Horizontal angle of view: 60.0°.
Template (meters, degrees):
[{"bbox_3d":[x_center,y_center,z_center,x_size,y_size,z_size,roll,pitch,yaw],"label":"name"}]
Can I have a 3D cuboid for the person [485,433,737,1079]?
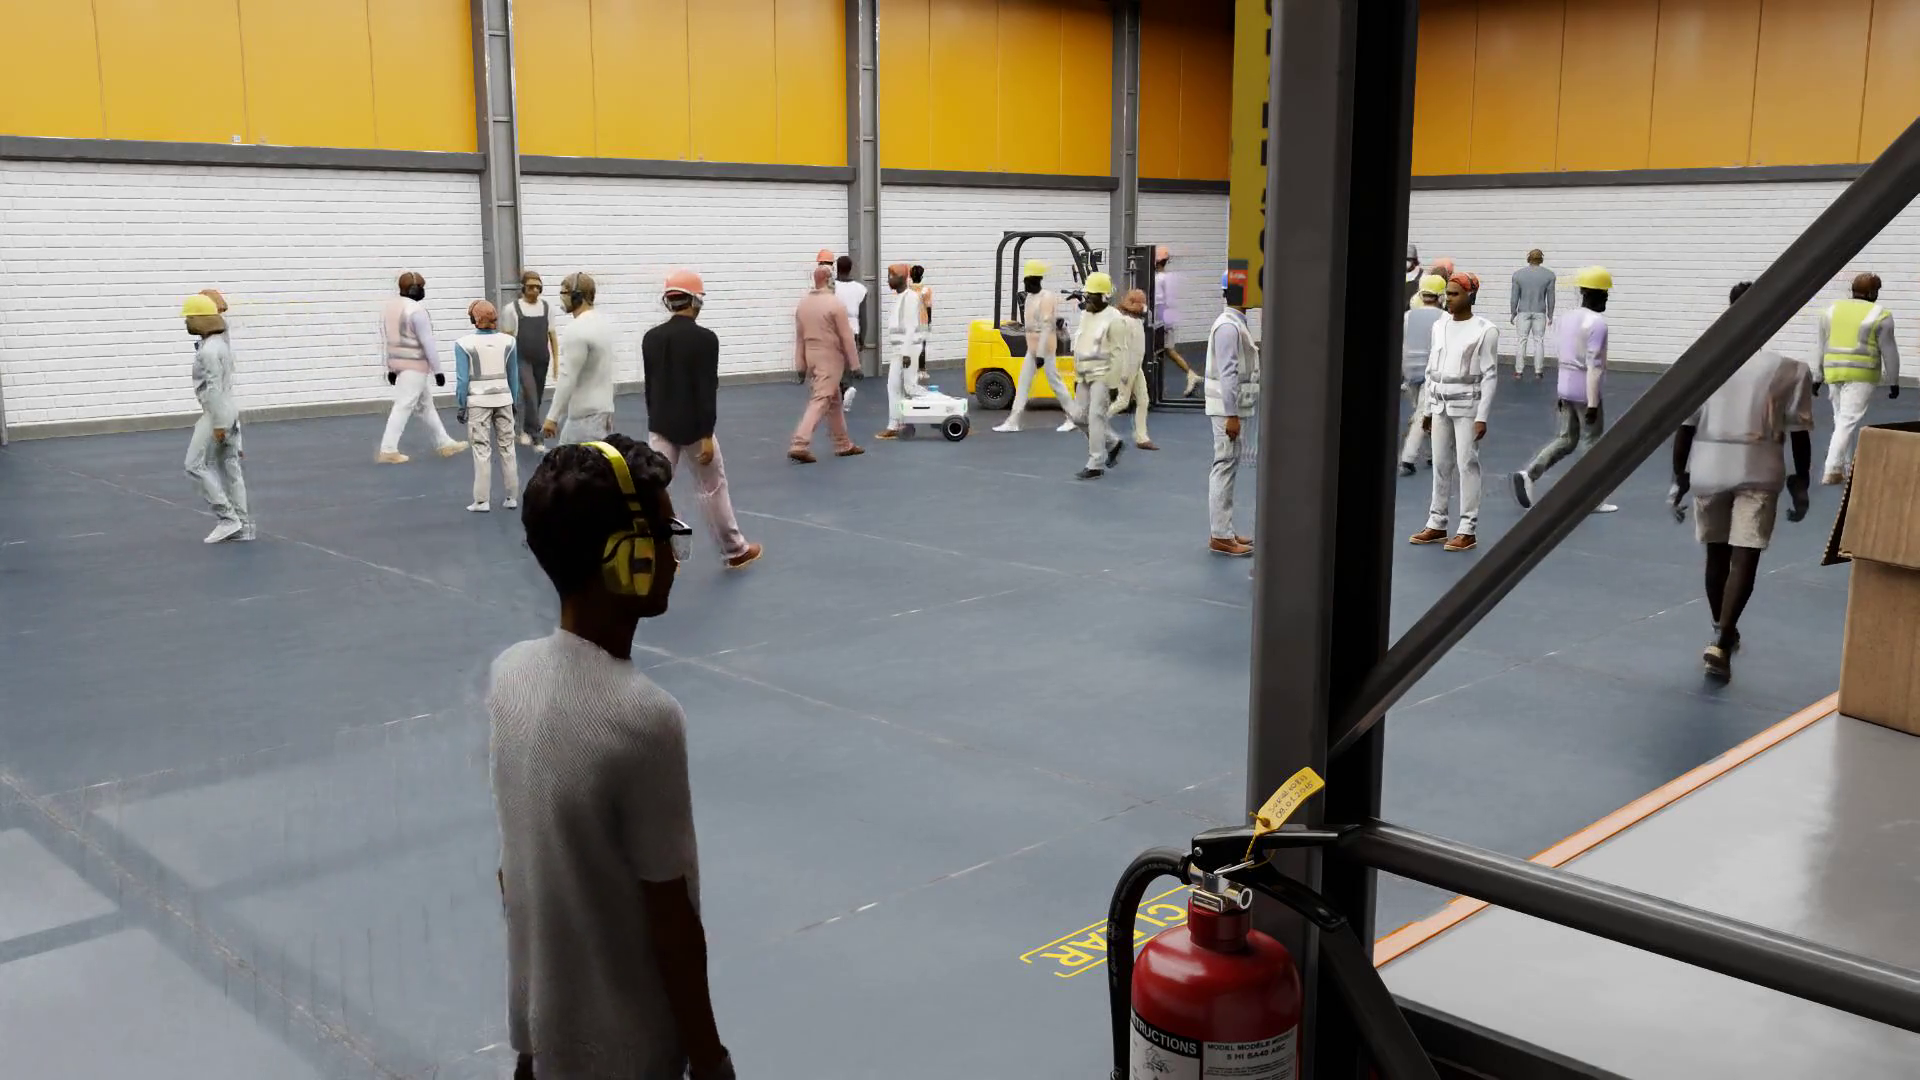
[{"bbox_3d":[-0.556,0.769,2.484,0.697,1.852,0.530,-7,13,-34],"label":"person"}]

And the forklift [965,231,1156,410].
[{"bbox_3d":[1.222,-2.721,20.561,2.313,2.155,1.214,2,11,13],"label":"forklift"}]

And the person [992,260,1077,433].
[{"bbox_3d":[0.886,-2.085,17.991,1.002,1.874,0.605,-4,11,-21],"label":"person"}]

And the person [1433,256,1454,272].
[{"bbox_3d":[5.159,-2.087,17.887,0.551,1.920,0.623,2,11,13],"label":"person"}]

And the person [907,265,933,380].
[{"bbox_3d":[-0.650,-3.216,24.640,0.532,1.691,0.318,3,11,18],"label":"person"}]

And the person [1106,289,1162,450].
[{"bbox_3d":[1.632,-1.692,16.565,0.708,1.607,0.537,5,11,25],"label":"person"}]

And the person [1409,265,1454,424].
[{"bbox_3d":[4.966,-1.977,17.524,0.510,1.823,0.664,-6,12,-31],"label":"person"}]

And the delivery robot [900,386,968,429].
[{"bbox_3d":[-0.275,-1.373,17.430,0.707,0.478,0.477,0,10,2],"label":"delivery robot"}]

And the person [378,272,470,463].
[{"bbox_3d":[-5.127,-1.629,15.721,0.975,1.789,0.651,-9,14,-42],"label":"person"}]

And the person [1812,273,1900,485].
[{"bbox_3d":[7.791,-1.389,14.362,0.912,1.801,0.651,-5,12,-27],"label":"person"}]

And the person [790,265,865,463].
[{"bbox_3d":[-1.283,-1.667,15.767,1.009,1.861,0.637,-8,13,-39],"label":"person"}]

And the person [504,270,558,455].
[{"bbox_3d":[-4.274,-1.775,16.504,0.519,1.808,0.954,-6,12,-31],"label":"person"}]

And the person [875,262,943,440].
[{"bbox_3d":[-0.497,-1.979,17.432,0.777,1.861,0.589,-4,11,-23],"label":"person"}]

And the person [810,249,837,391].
[{"bbox_3d":[-1.828,-2.980,22.666,0.347,1.943,0.545,-6,12,-31],"label":"person"}]

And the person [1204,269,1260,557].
[{"bbox_3d":[1.831,-0.873,11.155,0.389,1.949,0.603,2,11,11],"label":"person"}]

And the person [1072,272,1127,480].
[{"bbox_3d":[1.238,-1.436,14.580,0.552,1.816,0.610,-6,12,-29],"label":"person"}]

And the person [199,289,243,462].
[{"bbox_3d":[-7.021,-1.556,15.767,0.279,1.624,0.494,-3,11,-15],"label":"person"}]

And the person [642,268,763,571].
[{"bbox_3d":[-1.684,-0.703,10.278,0.619,1.930,1.065,6,12,31],"label":"person"}]

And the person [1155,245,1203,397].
[{"bbox_3d":[2.734,-2.874,21.936,0.938,2.014,0.609,7,12,32],"label":"person"}]

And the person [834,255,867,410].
[{"bbox_3d":[-1.396,-2.489,20.119,0.599,1.893,0.647,-5,12,-26],"label":"person"}]

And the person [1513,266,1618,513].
[{"bbox_3d":[4.687,-1.134,12.694,0.764,1.907,0.597,-2,11,-12],"label":"person"}]

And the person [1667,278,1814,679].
[{"bbox_3d":[3.795,-0.306,8.125,0.618,1.935,0.957,7,13,35],"label":"person"}]

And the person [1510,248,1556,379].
[{"bbox_3d":[8.522,-3.365,24.774,0.636,1.939,0.364,3,11,18],"label":"person"}]

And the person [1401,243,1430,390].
[{"bbox_3d":[6.117,-3.071,22.888,0.716,2.000,0.536,4,11,22],"label":"person"}]

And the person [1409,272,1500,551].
[{"bbox_3d":[3.371,-0.868,11.313,0.356,1.883,0.573,-6,12,-31],"label":"person"}]

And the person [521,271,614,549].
[{"bbox_3d":[-2.528,-0.840,11.124,0.884,1.903,0.636,0,10,-2],"label":"person"}]

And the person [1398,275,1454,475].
[{"bbox_3d":[4.204,-1.477,14.923,0.614,1.787,0.940,10,14,42],"label":"person"}]

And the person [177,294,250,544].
[{"bbox_3d":[-5.177,-0.830,11.515,0.439,1.724,0.498,-3,11,-16],"label":"person"}]

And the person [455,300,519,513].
[{"bbox_3d":[-3.639,-1.029,12.848,0.513,1.641,0.307,-9,14,-41],"label":"person"}]
